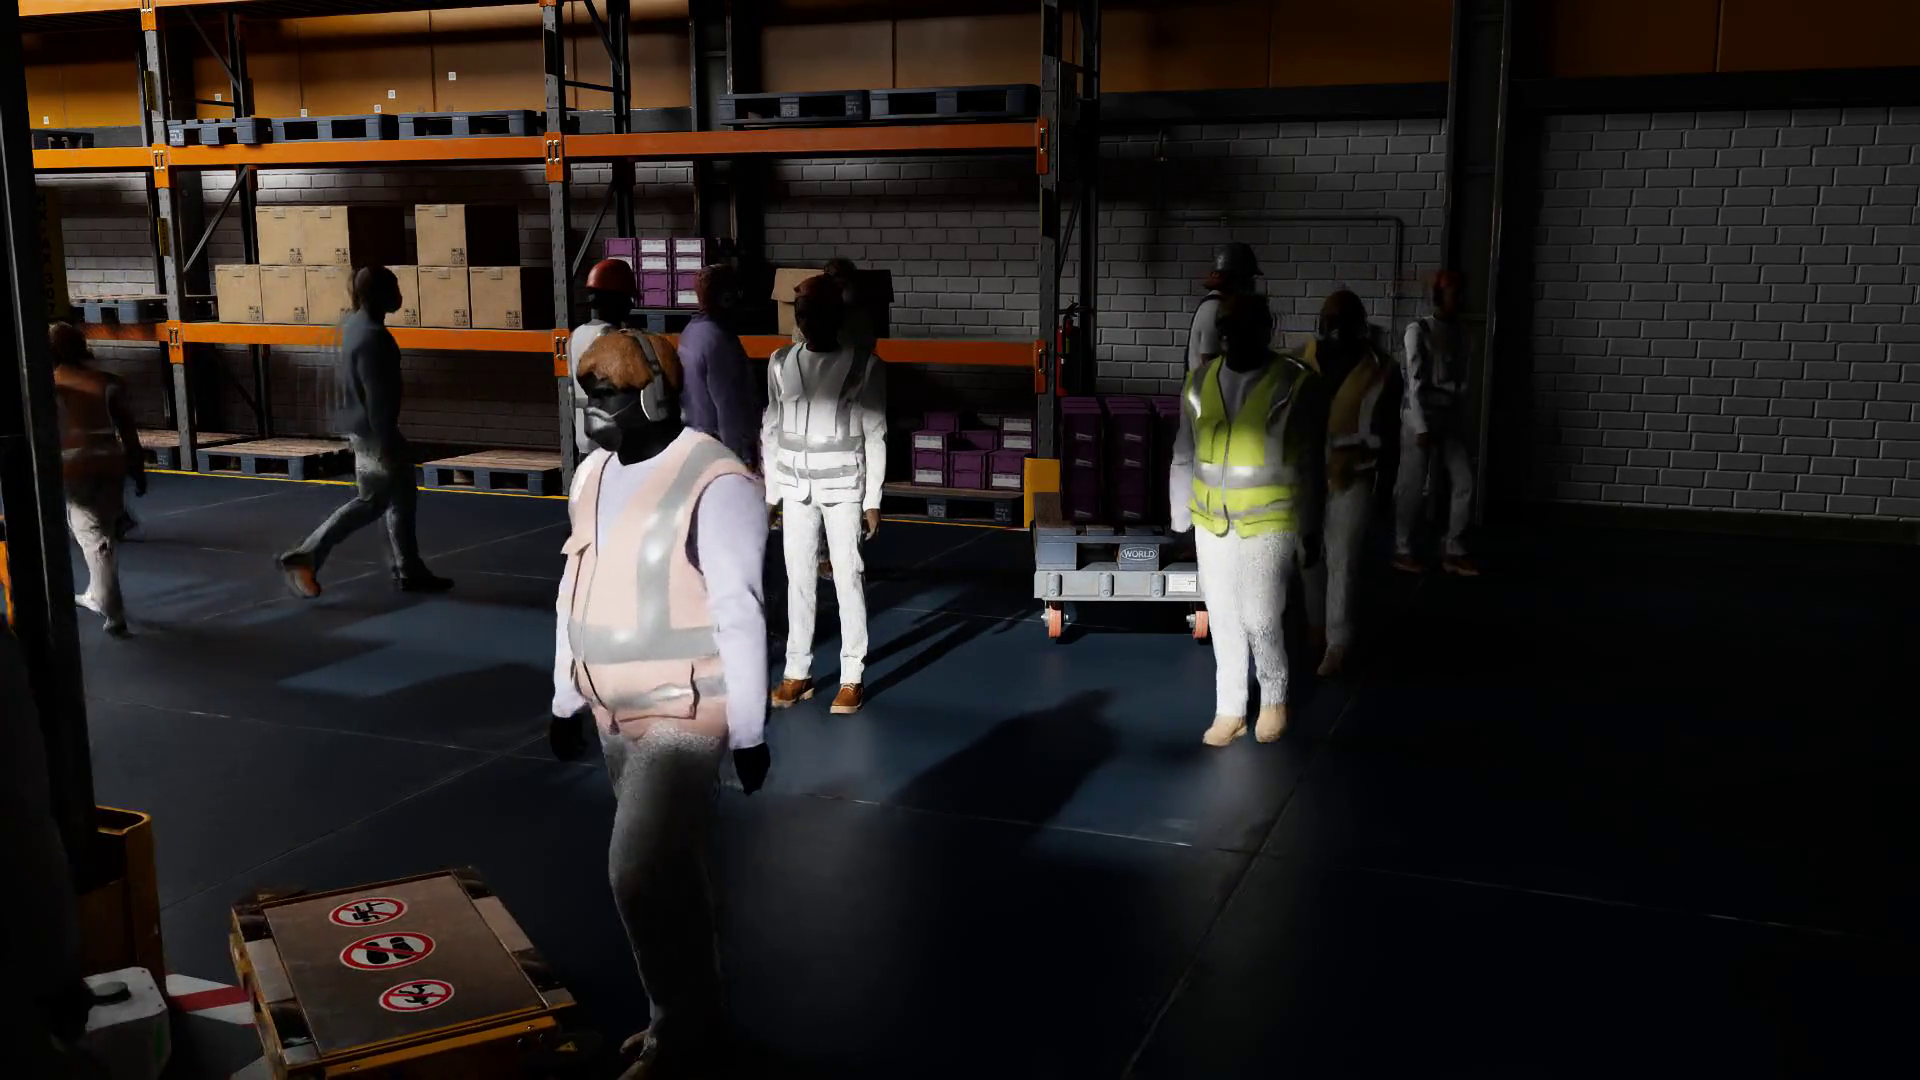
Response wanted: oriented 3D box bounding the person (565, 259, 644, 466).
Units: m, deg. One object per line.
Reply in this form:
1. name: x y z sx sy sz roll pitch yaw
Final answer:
1. person: -1.817 -0.492 8.710 0.374 1.930 0.542 -9 14 -41

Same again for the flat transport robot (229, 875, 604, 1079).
1. flat transport robot: -1.408 1.150 4.185 0.652 0.197 1.431 -6 12 -29

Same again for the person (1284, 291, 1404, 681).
1. person: 1.776 -0.292 7.992 0.633 1.799 0.925 4 11 21

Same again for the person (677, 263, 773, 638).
1. person: -1.203 -0.443 8.489 0.407 1.913 0.641 -5 11 -25

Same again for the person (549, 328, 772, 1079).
1. person: -0.773 0.421 3.926 0.590 1.821 0.636 -9 14 -42

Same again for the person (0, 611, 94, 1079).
1. person: -1.799 0.648 2.773 0.586 1.775 0.926 9 13 39

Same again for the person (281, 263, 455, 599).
1. person: -3.387 -0.599 9.392 0.864 1.915 0.635 -4 11 -22

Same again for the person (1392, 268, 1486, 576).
1. person: 2.919 -0.687 10.002 0.583 1.858 0.733 -5 11 -27

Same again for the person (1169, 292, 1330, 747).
1. person: 1.126 -0.066 6.623 0.650 1.827 0.440 7 13 35

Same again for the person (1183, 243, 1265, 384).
1. person: 1.664 -0.844 10.364 0.536 2.000 0.698 2 10 13

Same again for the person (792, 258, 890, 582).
1. person: -0.732 -0.721 10.035 0.374 1.924 0.658 8 13 39

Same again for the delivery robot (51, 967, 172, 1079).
1. delivery robot: -2.027 1.097 3.418 0.707 0.478 0.477 -7 12 -34

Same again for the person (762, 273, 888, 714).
1. person: -0.593 -0.193 7.163 0.573 1.887 0.355 4 11 21

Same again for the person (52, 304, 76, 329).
1. person: -7.485 -1.346 13.518 0.656 1.925 0.996 -3 11 -15

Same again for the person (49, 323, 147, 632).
1. person: -4.581 -0.327 8.709 0.844 1.595 0.538 8 13 39

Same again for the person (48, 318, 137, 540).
1. person: -6.036 -0.856 11.134 0.914 1.800 0.582 2 10 10
